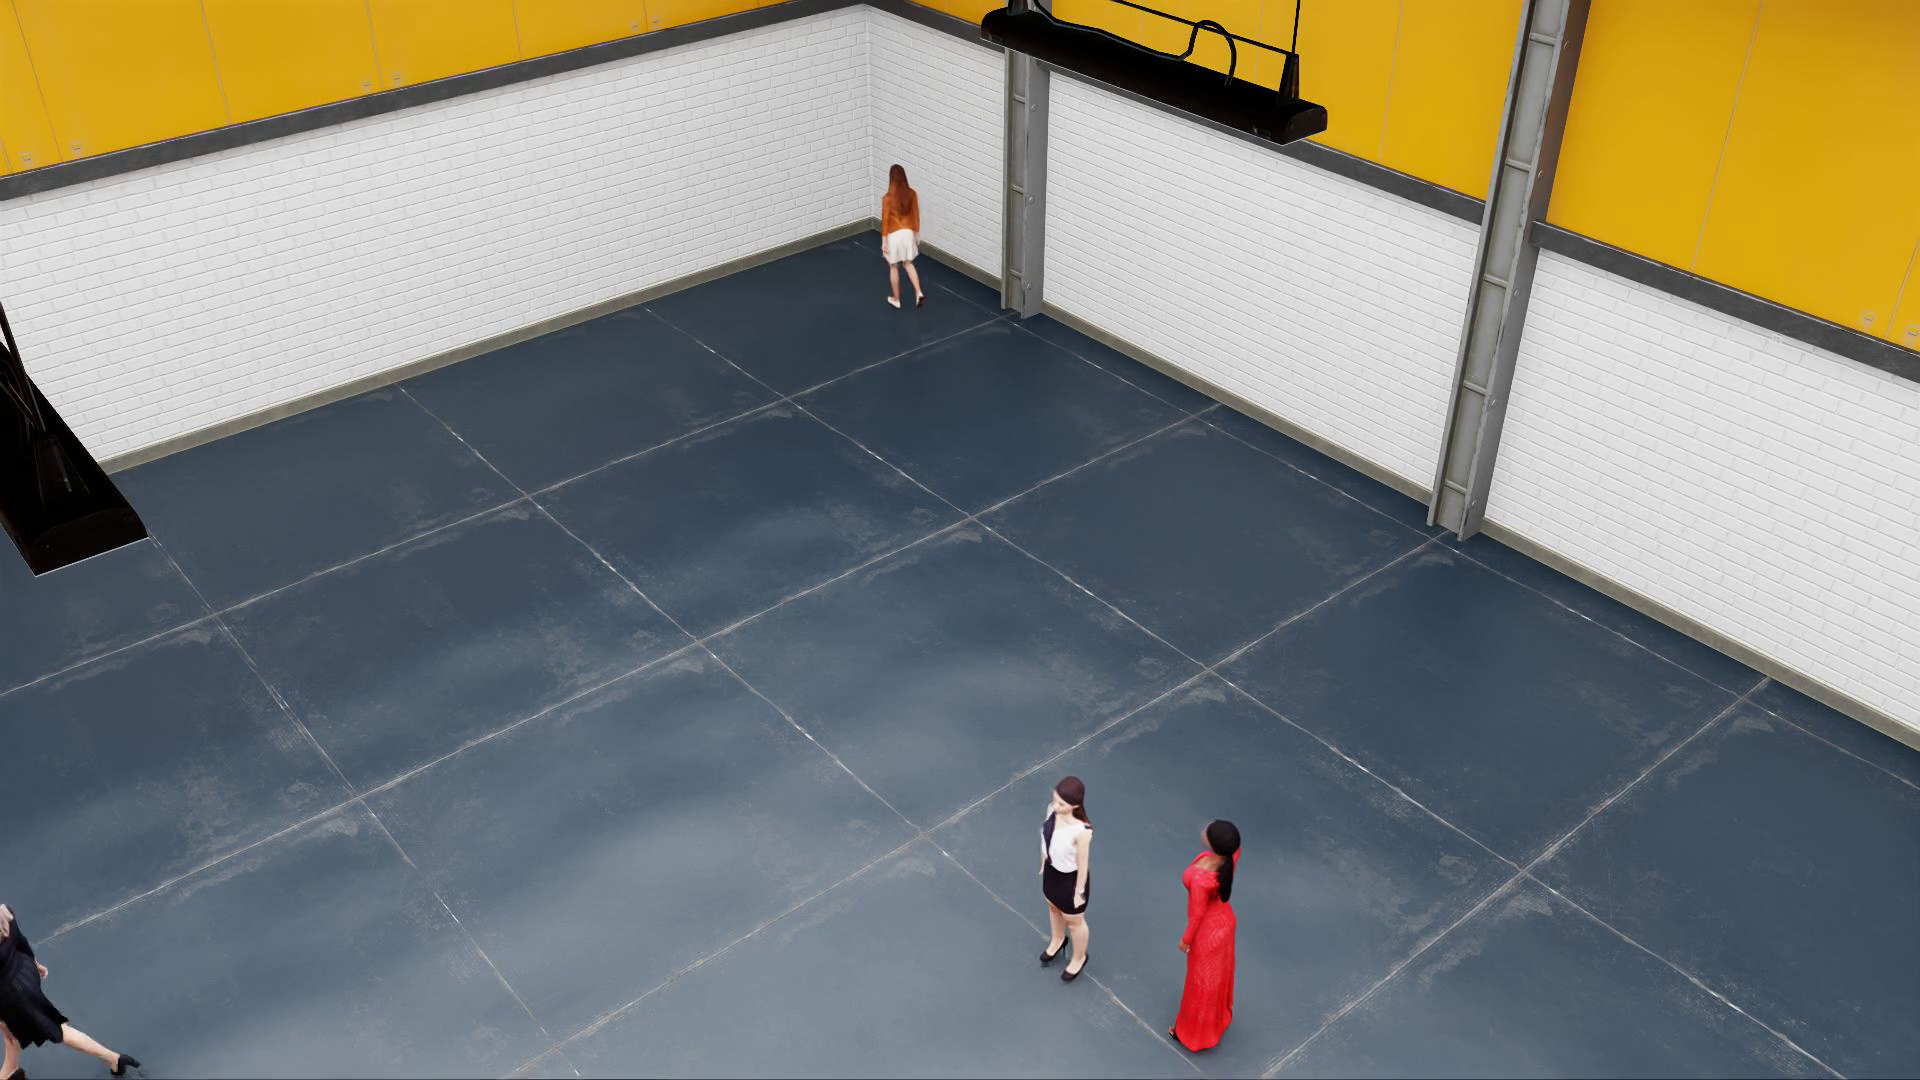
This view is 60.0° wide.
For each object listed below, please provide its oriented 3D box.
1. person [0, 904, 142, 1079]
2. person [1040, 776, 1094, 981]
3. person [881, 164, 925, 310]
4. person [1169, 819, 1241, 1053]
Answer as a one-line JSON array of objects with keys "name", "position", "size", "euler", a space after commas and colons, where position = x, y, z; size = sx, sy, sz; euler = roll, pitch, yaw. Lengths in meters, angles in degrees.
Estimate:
[{"name": "person", "position": [-5.372, 2.666, 9.660], "size": [1.062, 1.694, 1.158], "euler": [-4, 34, -6]}, {"name": "person", "position": [0.674, 2.127, 10.513], "size": [0.613, 1.647, 0.460], "euler": [-23, 40, -30]}, {"name": "person", "position": [-0.636, -3.362, 18.717], "size": [0.710, 1.706, 0.902], "euler": [-17, 37, -24]}, {"name": "person", "position": [1.504, 2.360, 10.040], "size": [0.671, 1.783, 0.680], "euler": [20, 39, 28]}]
